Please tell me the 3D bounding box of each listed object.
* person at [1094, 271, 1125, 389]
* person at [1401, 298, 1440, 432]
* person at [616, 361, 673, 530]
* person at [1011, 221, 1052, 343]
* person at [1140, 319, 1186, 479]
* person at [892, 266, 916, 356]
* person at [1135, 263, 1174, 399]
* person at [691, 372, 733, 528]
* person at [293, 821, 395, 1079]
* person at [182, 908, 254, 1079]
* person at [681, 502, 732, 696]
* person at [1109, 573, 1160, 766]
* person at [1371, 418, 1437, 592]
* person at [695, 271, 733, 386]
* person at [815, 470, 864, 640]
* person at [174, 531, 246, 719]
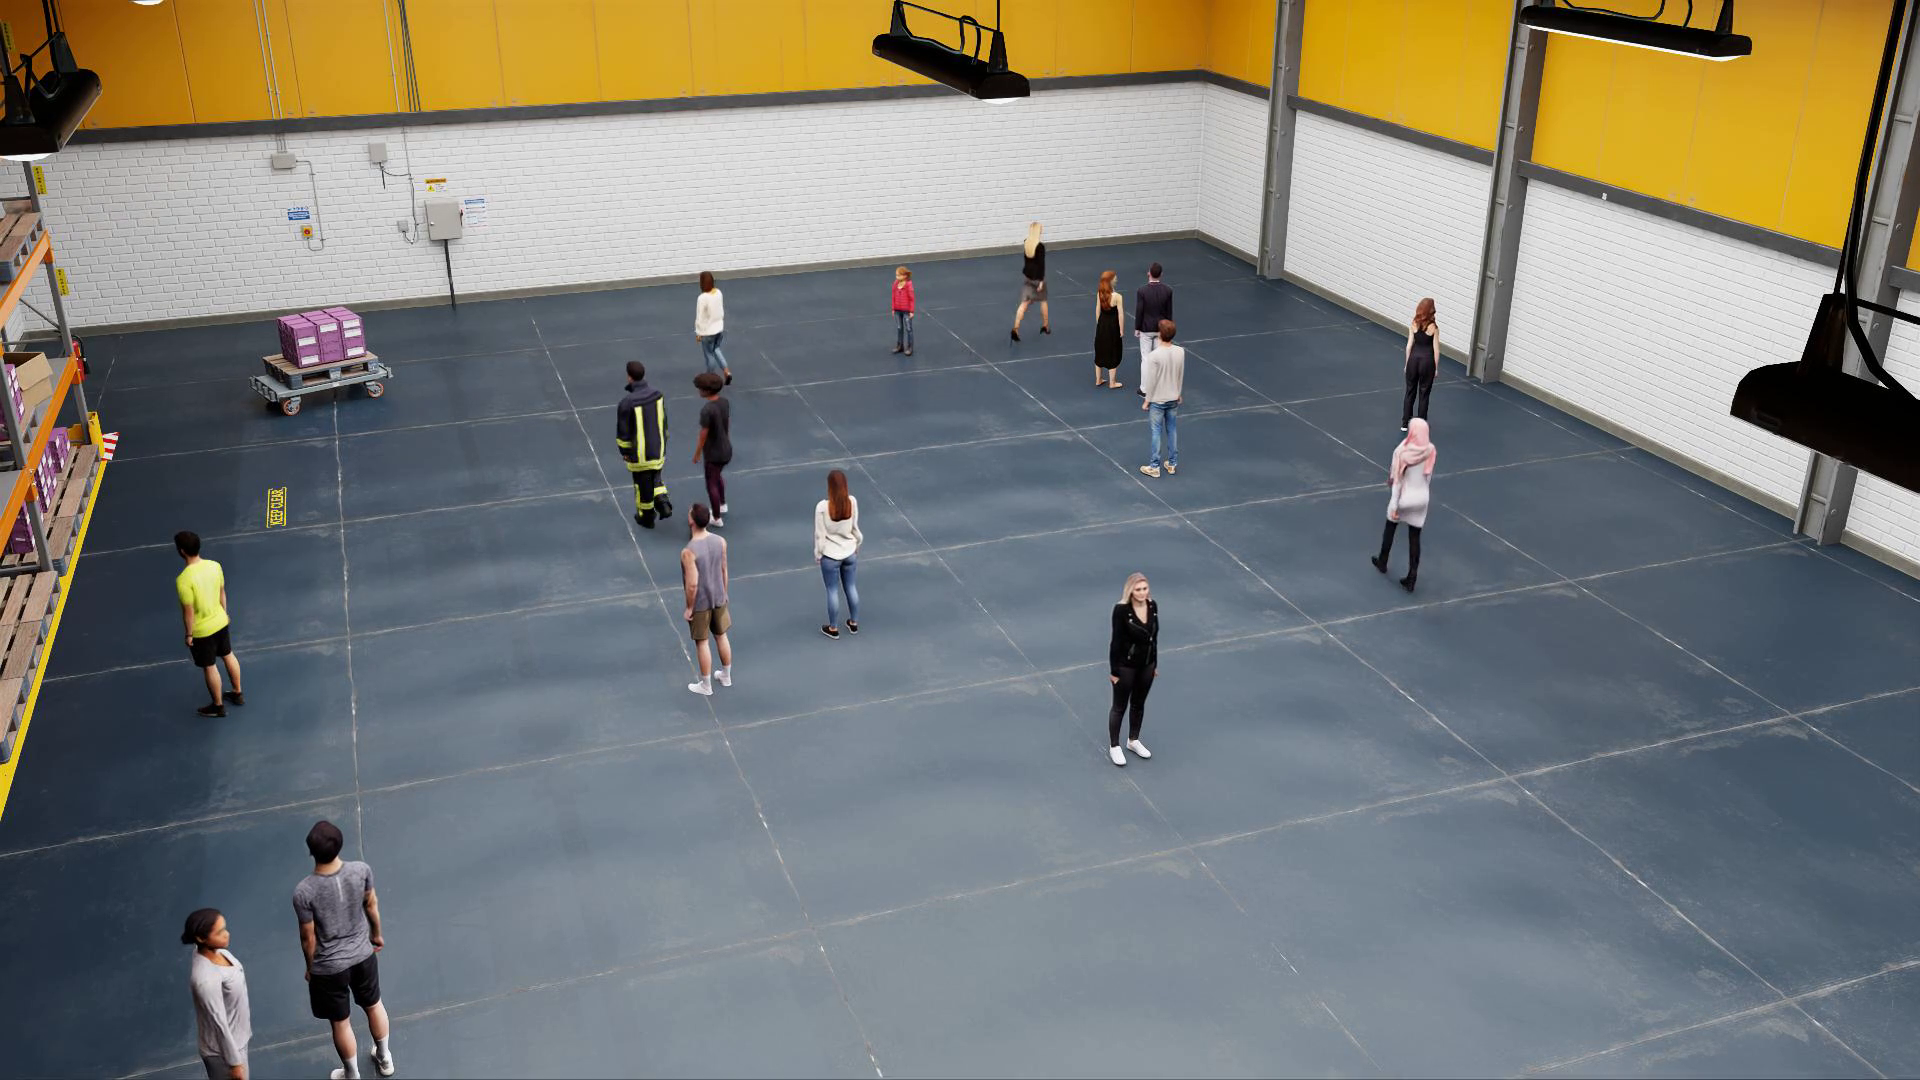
[{"bbox_3d":[2.034,-2.899,22.836,0.652,1.625,0.735,17,29,34],"label":"person"},{"bbox_3d":[5.856,-2.228,21.149,0.644,1.748,0.728,14,27,29],"label":"person"},{"bbox_3d":[-3.391,-1.015,18.161,0.962,1.918,0.948,21,31,40],"label":"person"},{"bbox_3d":[1.012,-3.765,24.609,1.178,1.791,1.052,19,30,37],"label":"person"},{"bbox_3d":[2.417,-1.677,19.692,0.674,1.905,0.592,-10,26,-22],"label":"person"},{"bbox_3d":[-0.818,-3.358,24.273,0.576,1.315,0.648,13,27,27],"label":"person"},{"bbox_3d":[2.601,-2.832,22.409,0.710,1.844,0.641,-2,24,-5],"label":"person"},{"bbox_3d":[-2.678,-0.992,18.300,0.881,1.764,0.800,11,26,24],"label":"person"},{"bbox_3d":[-3.749,2.528,10.113,0.708,1.871,0.735,22,32,40],"label":"person"},{"bbox_3d":[-4.215,2.857,9.529,0.695,1.736,0.460,-9,25,-20],"label":"person"},{"bbox_3d":[-2.261,0.523,14.819,0.718,1.847,0.725,-22,32,-40],"label":"person"},{"bbox_3d":[1.431,1.042,13.746,0.635,1.685,0.561,-11,26,-24],"label":"person"},{"bbox_3d":[4.584,-0.329,16.777,0.745,1.770,1.030,-3,24,-7],"label":"person"},{"bbox_3d":[-3.321,-2.830,22.618,0.849,1.673,0.792,17,29,33],"label":"person"},{"bbox_3d":[-1.150,0.128,15.828,0.651,1.693,0.590,-12,27,-26],"label":"person"},{"bbox_3d":[-6.548,0.713,14.469,0.746,1.708,0.673,9,25,20],"label":"person"}]
